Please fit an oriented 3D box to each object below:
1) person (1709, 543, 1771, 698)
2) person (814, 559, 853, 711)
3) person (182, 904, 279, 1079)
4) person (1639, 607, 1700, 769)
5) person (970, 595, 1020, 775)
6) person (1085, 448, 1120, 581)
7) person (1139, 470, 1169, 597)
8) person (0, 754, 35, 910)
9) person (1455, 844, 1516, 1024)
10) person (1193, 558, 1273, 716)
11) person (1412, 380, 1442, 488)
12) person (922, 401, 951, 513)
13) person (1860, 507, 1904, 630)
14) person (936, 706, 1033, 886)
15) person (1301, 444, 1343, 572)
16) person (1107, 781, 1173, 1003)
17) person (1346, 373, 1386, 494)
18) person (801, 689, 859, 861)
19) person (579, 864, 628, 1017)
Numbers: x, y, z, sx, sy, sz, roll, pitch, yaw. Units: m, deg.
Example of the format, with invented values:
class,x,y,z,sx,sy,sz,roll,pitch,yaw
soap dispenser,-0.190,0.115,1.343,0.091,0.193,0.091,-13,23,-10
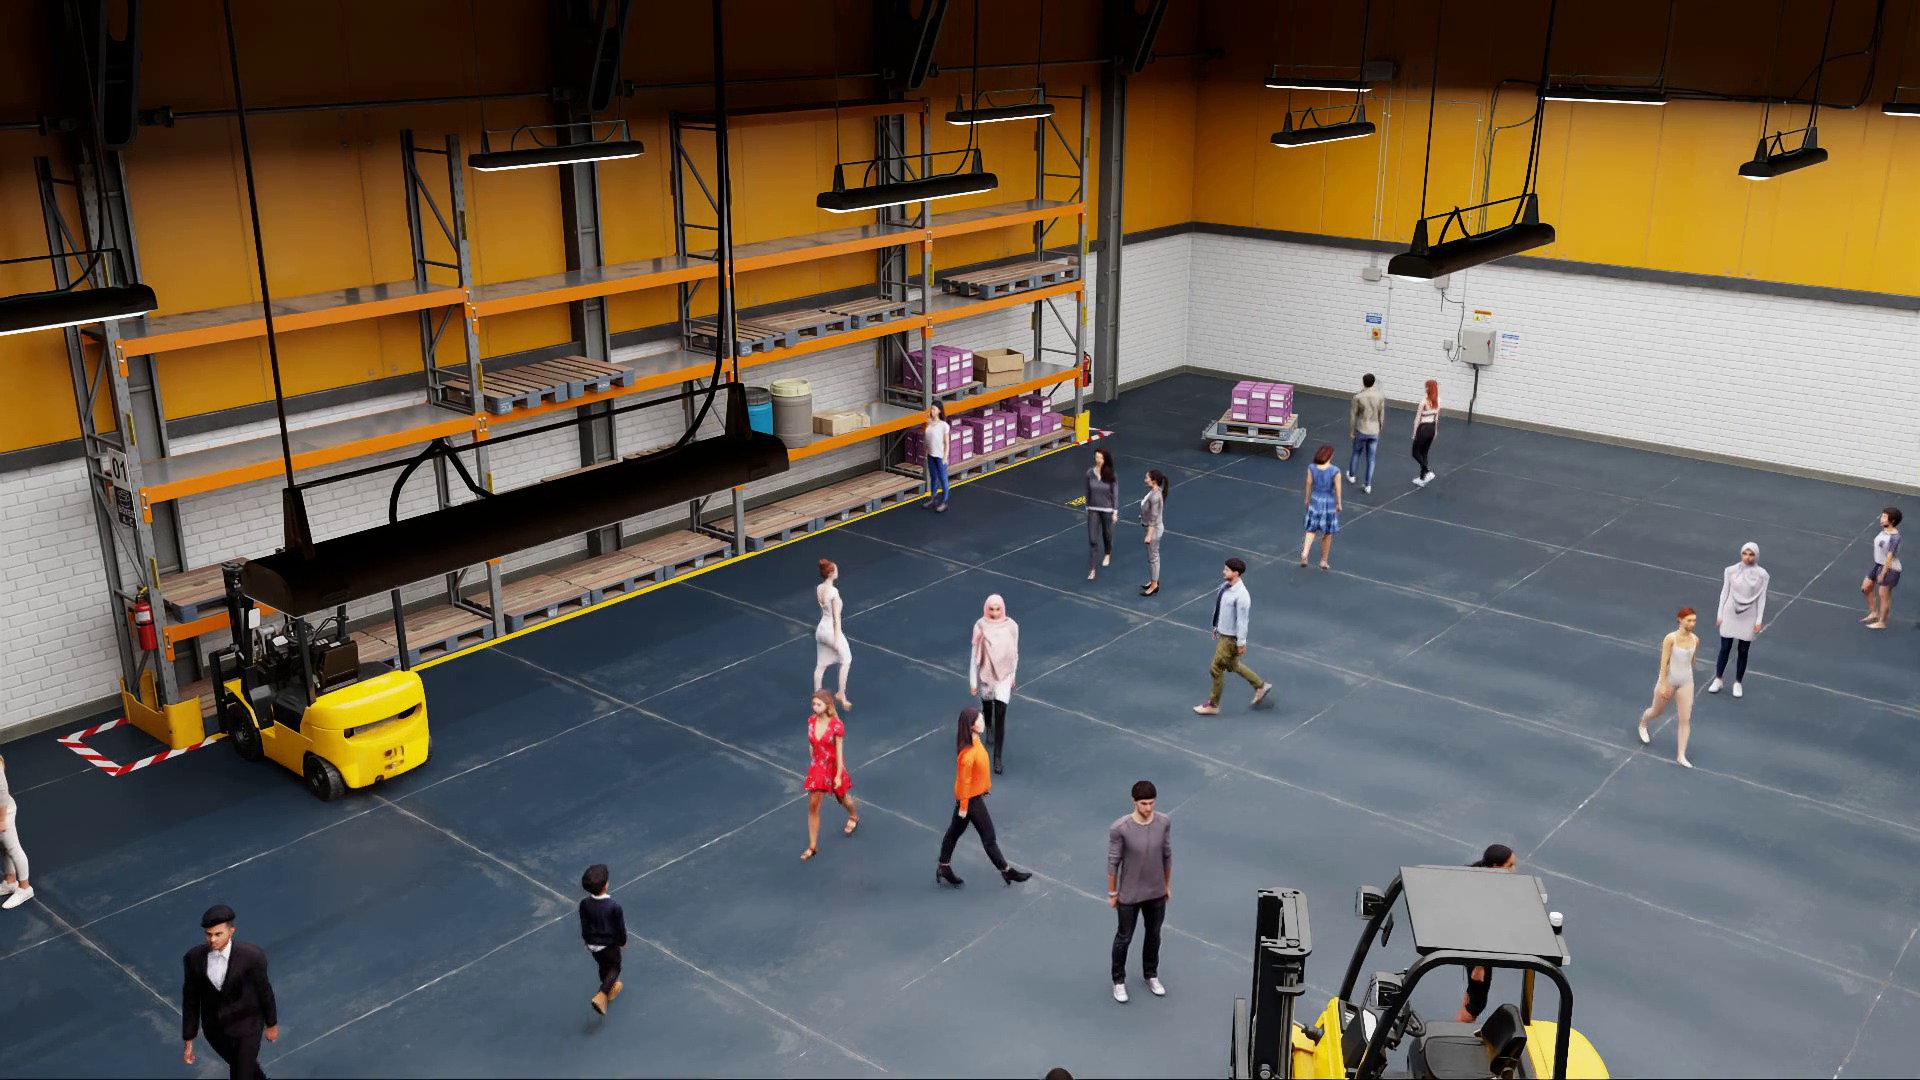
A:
class,x,y,z,sx,sy,sz,roll,pitch,yaw
person,8.683,0.873,18.511,0.644,1.775,0.590,10,21,28
person,-1.490,1.078,17.904,0.754,1.774,0.684,-13,22,-33
person,-4.899,3.273,11.305,1.169,1.827,1.324,1,19,4
person,7.272,1.456,17.045,0.996,1.607,1.078,-1,19,-2
person,0.332,1.402,16.966,1.172,1.759,1.248,-1,19,-4
person,1.921,-0.390,22.337,0.949,1.727,1.191,4,19,13
person,2.510,-0.106,21.567,0.779,1.680,0.683,3,19,10
person,-8.275,2.319,14.314,0.576,1.713,0.534,15,24,38
person,3.792,3.015,12.203,0.769,1.742,0.613,8,20,21
person,3.007,1.043,17.989,1.213,1.786,1.141,-2,19,-5
person,7.346,-1.639,26.033,0.815,1.736,0.834,-9,21,-24
person,-0.330,-1.256,24.974,0.547,1.685,0.618,-17,25,-41
person,11.435,0.352,20.402,0.738,1.555,0.663,1,19,3
person,-0.001,2.264,14.485,1.097,1.709,1.101,1,19,2
person,4.821,-0.389,22.229,0.702,1.793,0.848,12,22,33
person,1.410,2.704,12.960,0.658,1.848,0.790,-6,20,-18
person,6.357,-1.639,25.882,1.064,1.831,1.160,1,19,3
person,-1.150,2.092,15.235,0.724,1.556,1.109,9,21,25
person,-2.759,3.085,12.820,0.678,1.216,0.829,5,19,14
